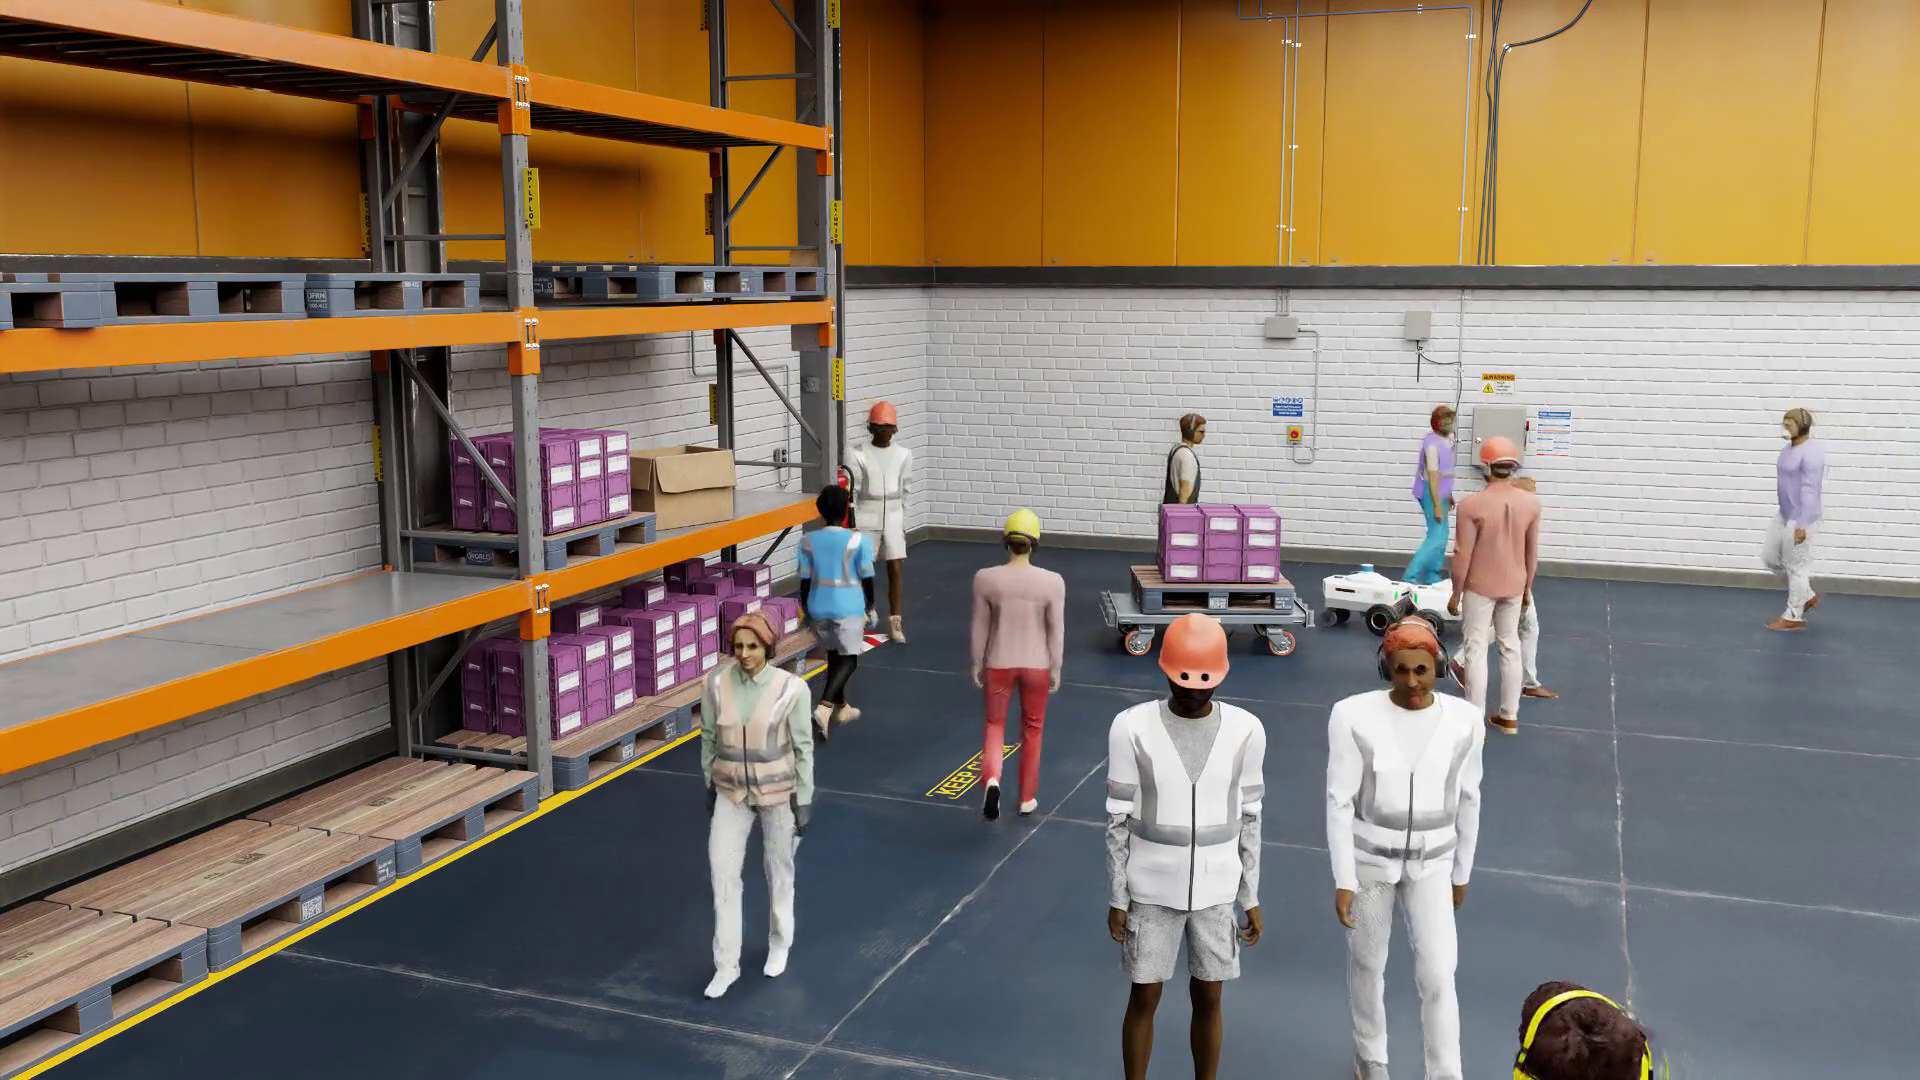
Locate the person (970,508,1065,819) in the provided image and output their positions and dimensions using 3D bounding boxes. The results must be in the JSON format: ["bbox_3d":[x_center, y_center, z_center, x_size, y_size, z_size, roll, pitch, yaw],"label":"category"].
[{"bbox_3d":[0.309,0.708,9.185,0.525,1.757,0.559,1,9,8],"label":"person"}]

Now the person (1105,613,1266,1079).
[{"bbox_3d":[0.764,1.186,5.626,0.543,1.928,0.373,-1,9,-3],"label":"person"}]

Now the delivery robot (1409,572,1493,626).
[{"bbox_3d":[4.128,0.507,13.891,0.707,0.478,0.477,1,9,9],"label":"delivery robot"}]

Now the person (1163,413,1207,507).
[{"bbox_3d":[2.073,-0.218,14.783,0.716,1.814,0.556,-1,9,-5],"label":"person"}]

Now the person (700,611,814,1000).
[{"bbox_3d":[-0.880,1.115,7.008,0.537,1.612,0.684,2,9,12],"label":"person"}]

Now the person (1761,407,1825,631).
[{"bbox_3d":[7.105,-0.167,14.123,0.465,1.927,0.629,0,9,3],"label":"person"}]

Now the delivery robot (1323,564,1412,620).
[{"bbox_3d":[3.482,0.449,14.253,0.707,0.478,0.477,7,11,37],"label":"delivery robot"}]

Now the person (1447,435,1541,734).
[{"bbox_3d":[3.495,0.308,10.937,0.620,1.993,0.392,-3,9,-16],"label":"person"}]

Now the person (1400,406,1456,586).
[{"bbox_3d":[4.495,-0.380,15.826,0.428,1.816,0.646,4,10,26],"label":"person"}]

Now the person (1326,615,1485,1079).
[{"bbox_3d":[1.568,1.196,5.827,0.564,1.848,0.885,1,9,4],"label":"person"}]

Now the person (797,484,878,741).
[{"bbox_3d":[-0.839,0.466,10.950,0.532,1.673,0.780,4,10,26],"label":"person"}]

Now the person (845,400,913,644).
[{"bbox_3d":[-0.701,-0.178,13.965,0.608,2.014,0.927,-3,10,-18],"label":"person"}]

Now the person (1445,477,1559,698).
[{"bbox_3d":[3.922,0.338,11.960,0.735,1.610,0.504,1,9,8],"label":"person"}]

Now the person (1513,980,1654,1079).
[{"bbox_3d":[1.099,1.695,2.821,0.601,1.822,0.693,2,9,15],"label":"person"}]
